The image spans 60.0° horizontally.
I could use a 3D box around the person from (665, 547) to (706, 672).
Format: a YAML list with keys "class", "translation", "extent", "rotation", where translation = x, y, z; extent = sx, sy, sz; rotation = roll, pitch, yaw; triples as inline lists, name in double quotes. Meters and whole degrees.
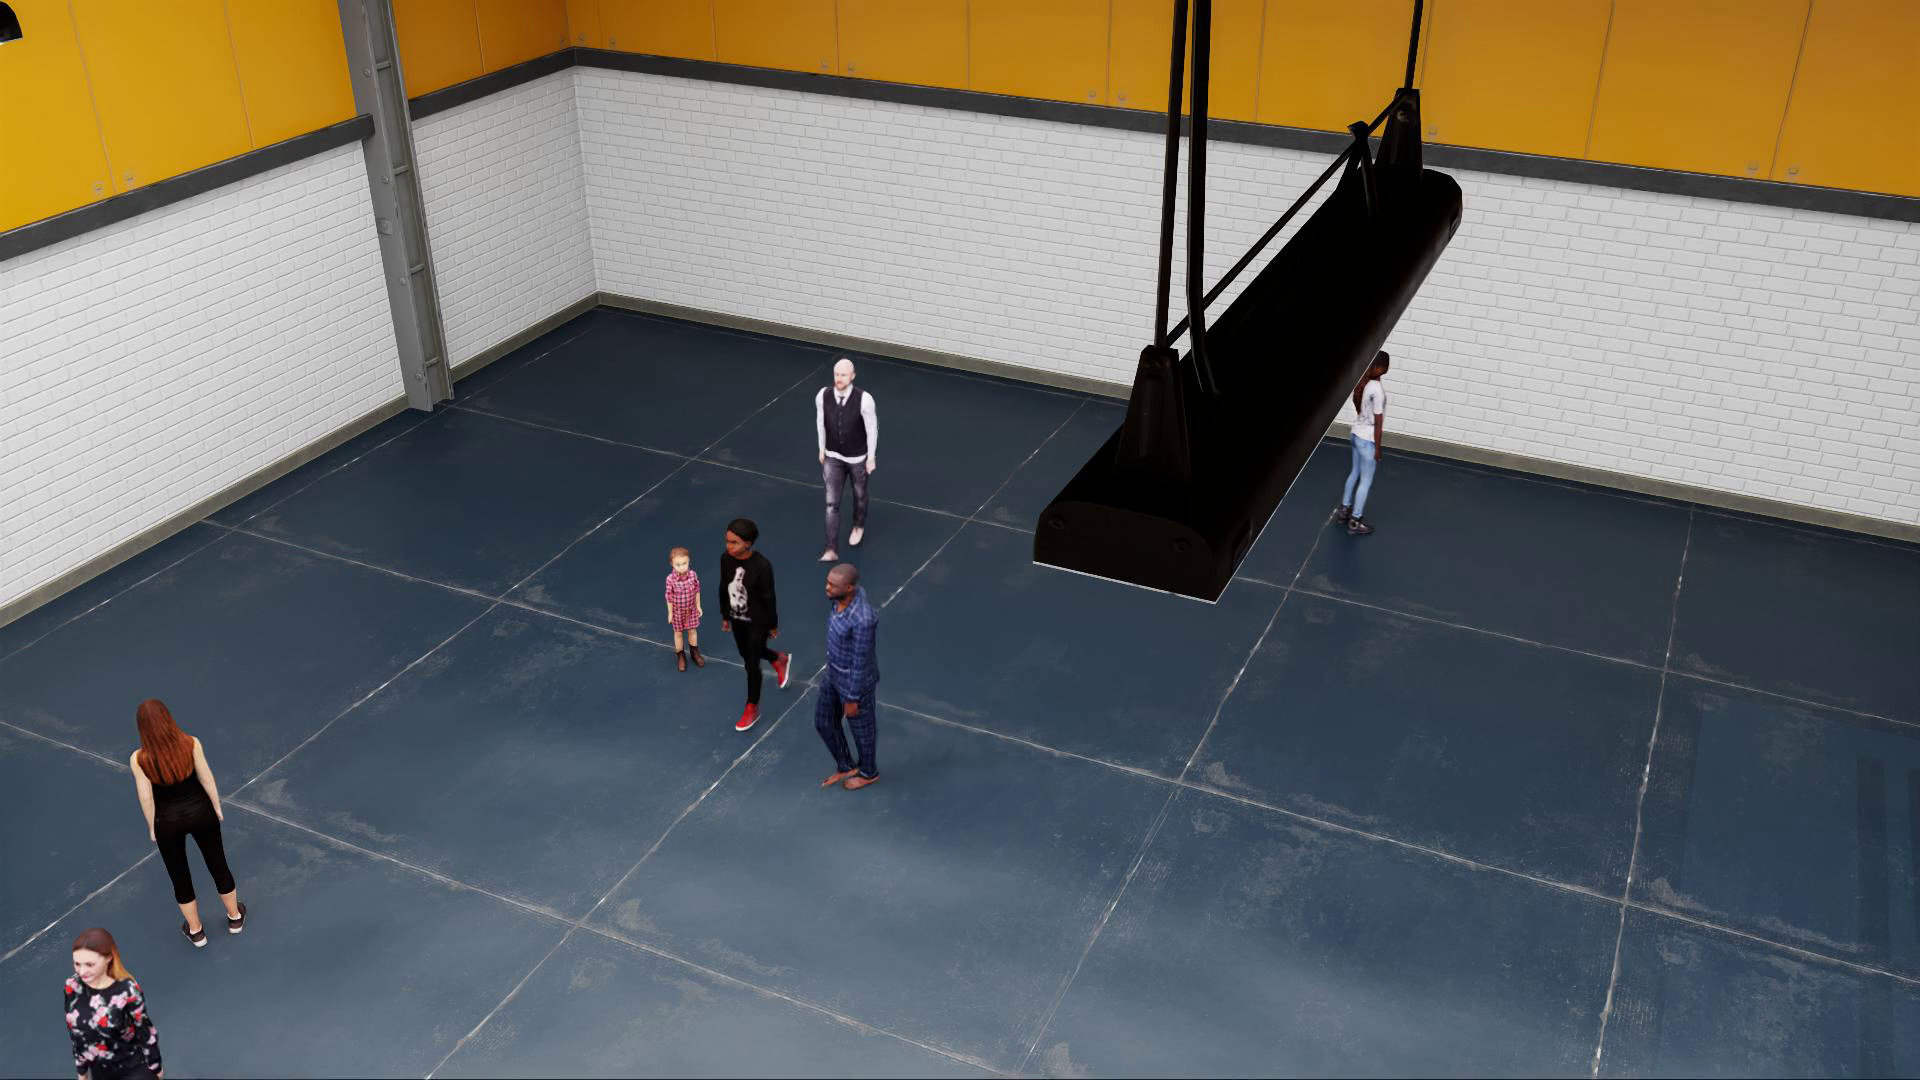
- class: "person"
  translation: [-2.136, 0.512, 12.894]
  extent: [0.501, 1.022, 0.566]
  rotation: [-12, 31, -21]

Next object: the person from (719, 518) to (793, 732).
- class: "person"
  translation: [-1.487, 0.546, 12.178]
  extent: [0.641, 1.649, 0.993]
  rotation: [12, 31, 21]

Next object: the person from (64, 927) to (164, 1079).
- class: "person"
  translation: [-4.197, 2.590, 8.410]
  extent: [0.718, 1.669, 0.972]
  rotation: [5, 29, 9]

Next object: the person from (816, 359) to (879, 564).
- class: "person"
  translation: [-0.943, -0.739, 14.385]
  extent: [0.889, 1.790, 1.187]
  rotation: [5, 29, 9]

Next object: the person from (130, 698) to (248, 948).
- class: "person"
  translation: [-4.671, 1.686, 10.006]
  extent: [0.613, 1.726, 0.705]
  rotation: [-16, 32, -26]

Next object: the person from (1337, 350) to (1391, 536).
- class: "person"
  translation: [3.589, -0.876, 14.709]
  extent: [0.715, 1.720, 0.619]
  rotation: [-4, 29, -7]

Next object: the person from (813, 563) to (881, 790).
- class: "person"
  translation: [-0.656, 0.927, 11.314]
  extent: [0.877, 1.806, 0.831]
  rotation: [-12, 31, -21]
